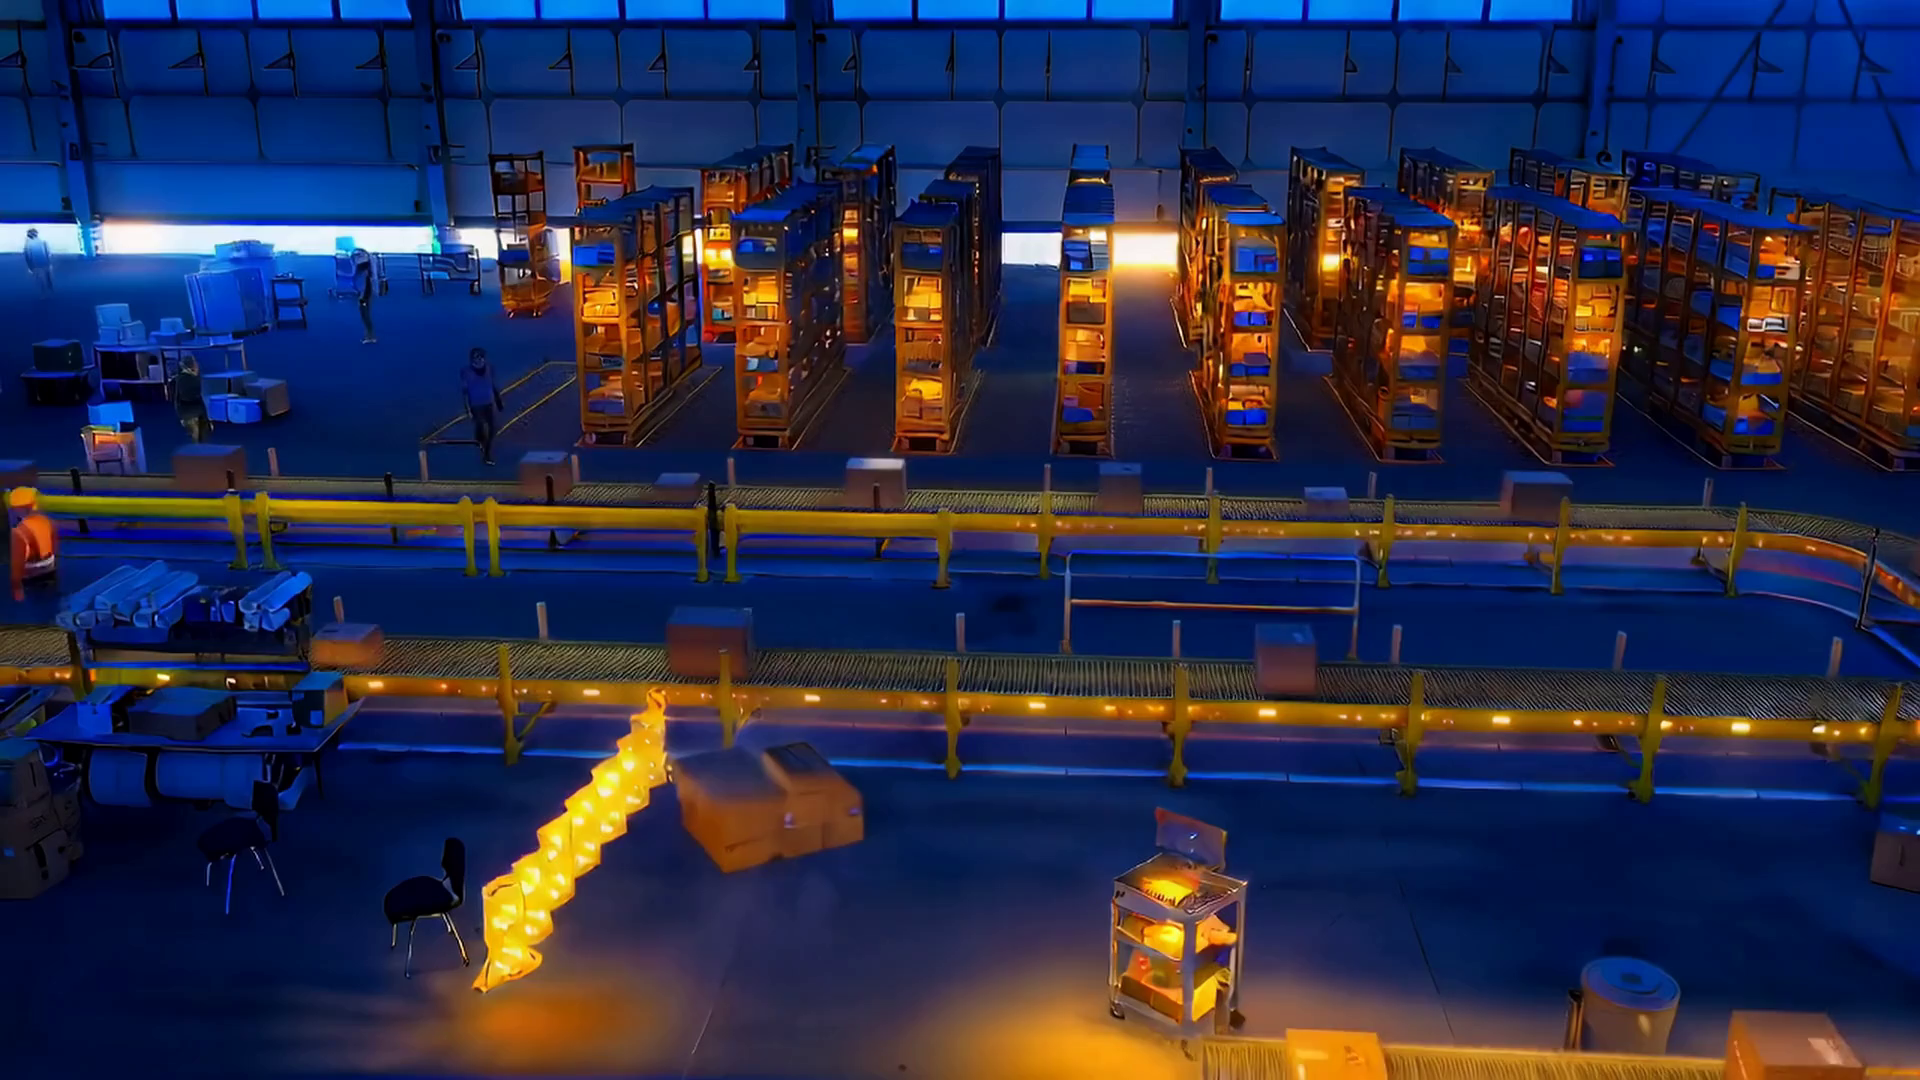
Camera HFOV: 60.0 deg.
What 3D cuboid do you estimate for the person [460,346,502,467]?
[{"bbox_3d":[-7.162,-2.009,24.930,0.606,1.830,0.429,-14,23,-38],"label":"person"}]

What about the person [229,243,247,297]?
[{"bbox_3d":[-16.035,-5.716,36.885,0.809,1.706,0.507,0,17,0],"label":"person"}]

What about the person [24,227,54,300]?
[{"bbox_3d":[-21.916,-6.578,39.576,0.590,1.737,0.371,-16,23,-40],"label":"person"}]

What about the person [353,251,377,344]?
[{"bbox_3d":[-12.300,-5.009,34.334,0.407,1.906,0.655,-3,18,-11],"label":"person"}]

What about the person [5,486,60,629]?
[{"bbox_3d":[-9.474,0.380,17.207,0.778,1.928,0.608,1,18,4],"label":"person"}]

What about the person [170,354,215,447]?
[{"bbox_3d":[-11.147,-1.804,24.286,0.586,1.833,0.403,4,18,13],"label":"person"}]
